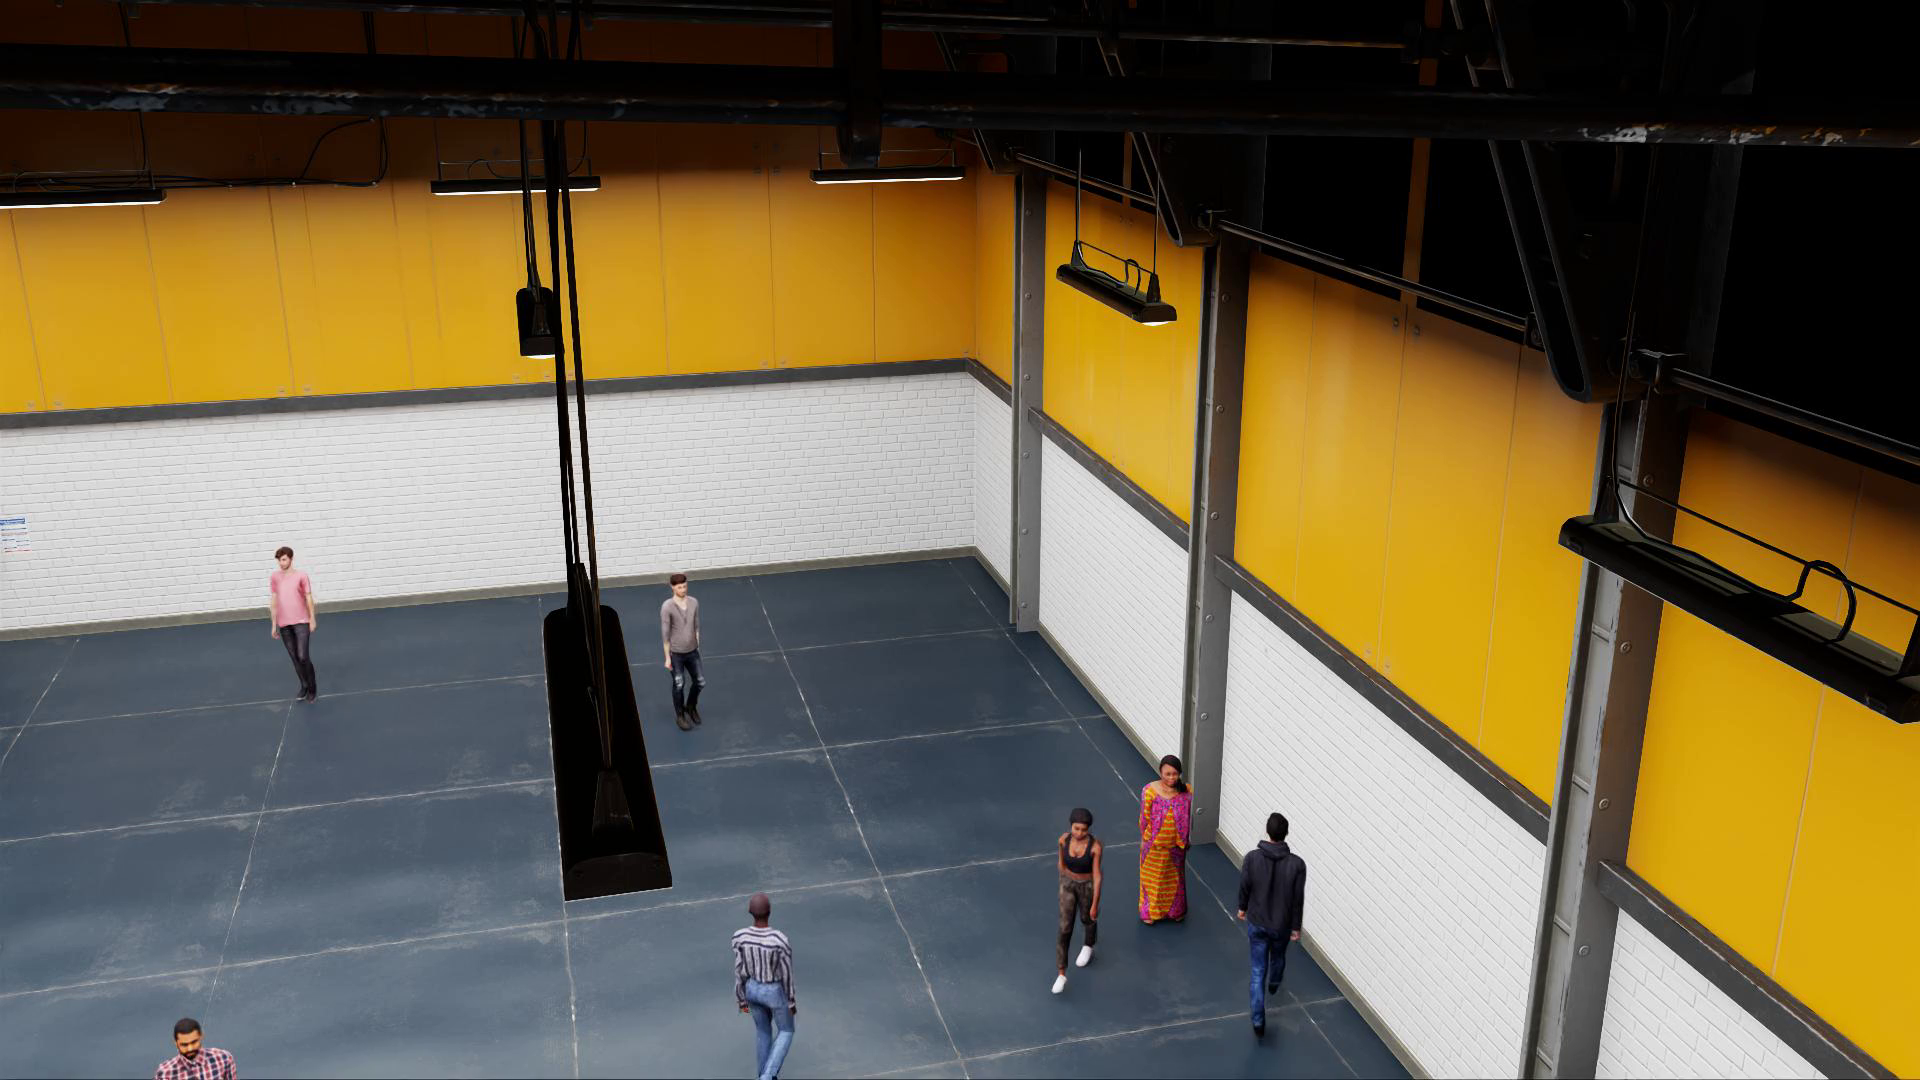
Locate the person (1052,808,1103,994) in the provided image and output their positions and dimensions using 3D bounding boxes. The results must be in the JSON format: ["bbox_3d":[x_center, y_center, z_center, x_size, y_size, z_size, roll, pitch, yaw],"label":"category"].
[{"bbox_3d":[1.059,3.020,14.411,0.988,1.650,1.130,9,20,24],"label":"person"}]

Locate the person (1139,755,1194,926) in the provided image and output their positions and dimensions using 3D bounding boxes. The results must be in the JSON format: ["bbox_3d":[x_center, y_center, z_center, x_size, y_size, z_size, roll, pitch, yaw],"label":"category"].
[{"bbox_3d":[1.900,2.721,15.245,0.662,1.683,0.675,-3,19,-9],"label":"person"}]

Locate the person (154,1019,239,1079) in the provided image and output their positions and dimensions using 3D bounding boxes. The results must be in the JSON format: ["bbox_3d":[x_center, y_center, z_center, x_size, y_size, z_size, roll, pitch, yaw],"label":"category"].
[{"bbox_3d":[-5.119,4.021,11.265,0.762,1.761,0.719,-12,22,-31],"label":"person"}]

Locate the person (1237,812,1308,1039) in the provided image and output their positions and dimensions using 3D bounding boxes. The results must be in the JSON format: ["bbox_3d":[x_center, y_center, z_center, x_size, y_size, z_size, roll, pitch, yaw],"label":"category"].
[{"bbox_3d":[2.522,3.185,13.632,1.052,1.834,1.311,4,19,12],"label":"person"}]

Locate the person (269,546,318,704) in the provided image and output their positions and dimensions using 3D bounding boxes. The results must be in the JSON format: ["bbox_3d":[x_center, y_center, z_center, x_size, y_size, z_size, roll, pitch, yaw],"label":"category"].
[{"bbox_3d":[-7.973,0.972,20.032,0.710,1.943,0.748,1,19,3],"label":"person"}]

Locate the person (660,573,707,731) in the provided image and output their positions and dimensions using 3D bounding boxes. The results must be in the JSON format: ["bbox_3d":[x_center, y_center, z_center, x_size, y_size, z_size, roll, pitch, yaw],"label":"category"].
[{"bbox_3d":[-3.256,1.269,19.236,0.775,1.889,0.748,-13,22,-33],"label":"person"}]

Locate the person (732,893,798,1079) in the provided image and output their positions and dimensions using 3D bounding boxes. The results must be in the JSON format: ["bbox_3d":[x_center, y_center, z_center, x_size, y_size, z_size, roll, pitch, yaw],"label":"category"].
[{"bbox_3d":[-1.487,3.546,12.648,0.848,1.777,0.946,5,19,13],"label":"person"}]
